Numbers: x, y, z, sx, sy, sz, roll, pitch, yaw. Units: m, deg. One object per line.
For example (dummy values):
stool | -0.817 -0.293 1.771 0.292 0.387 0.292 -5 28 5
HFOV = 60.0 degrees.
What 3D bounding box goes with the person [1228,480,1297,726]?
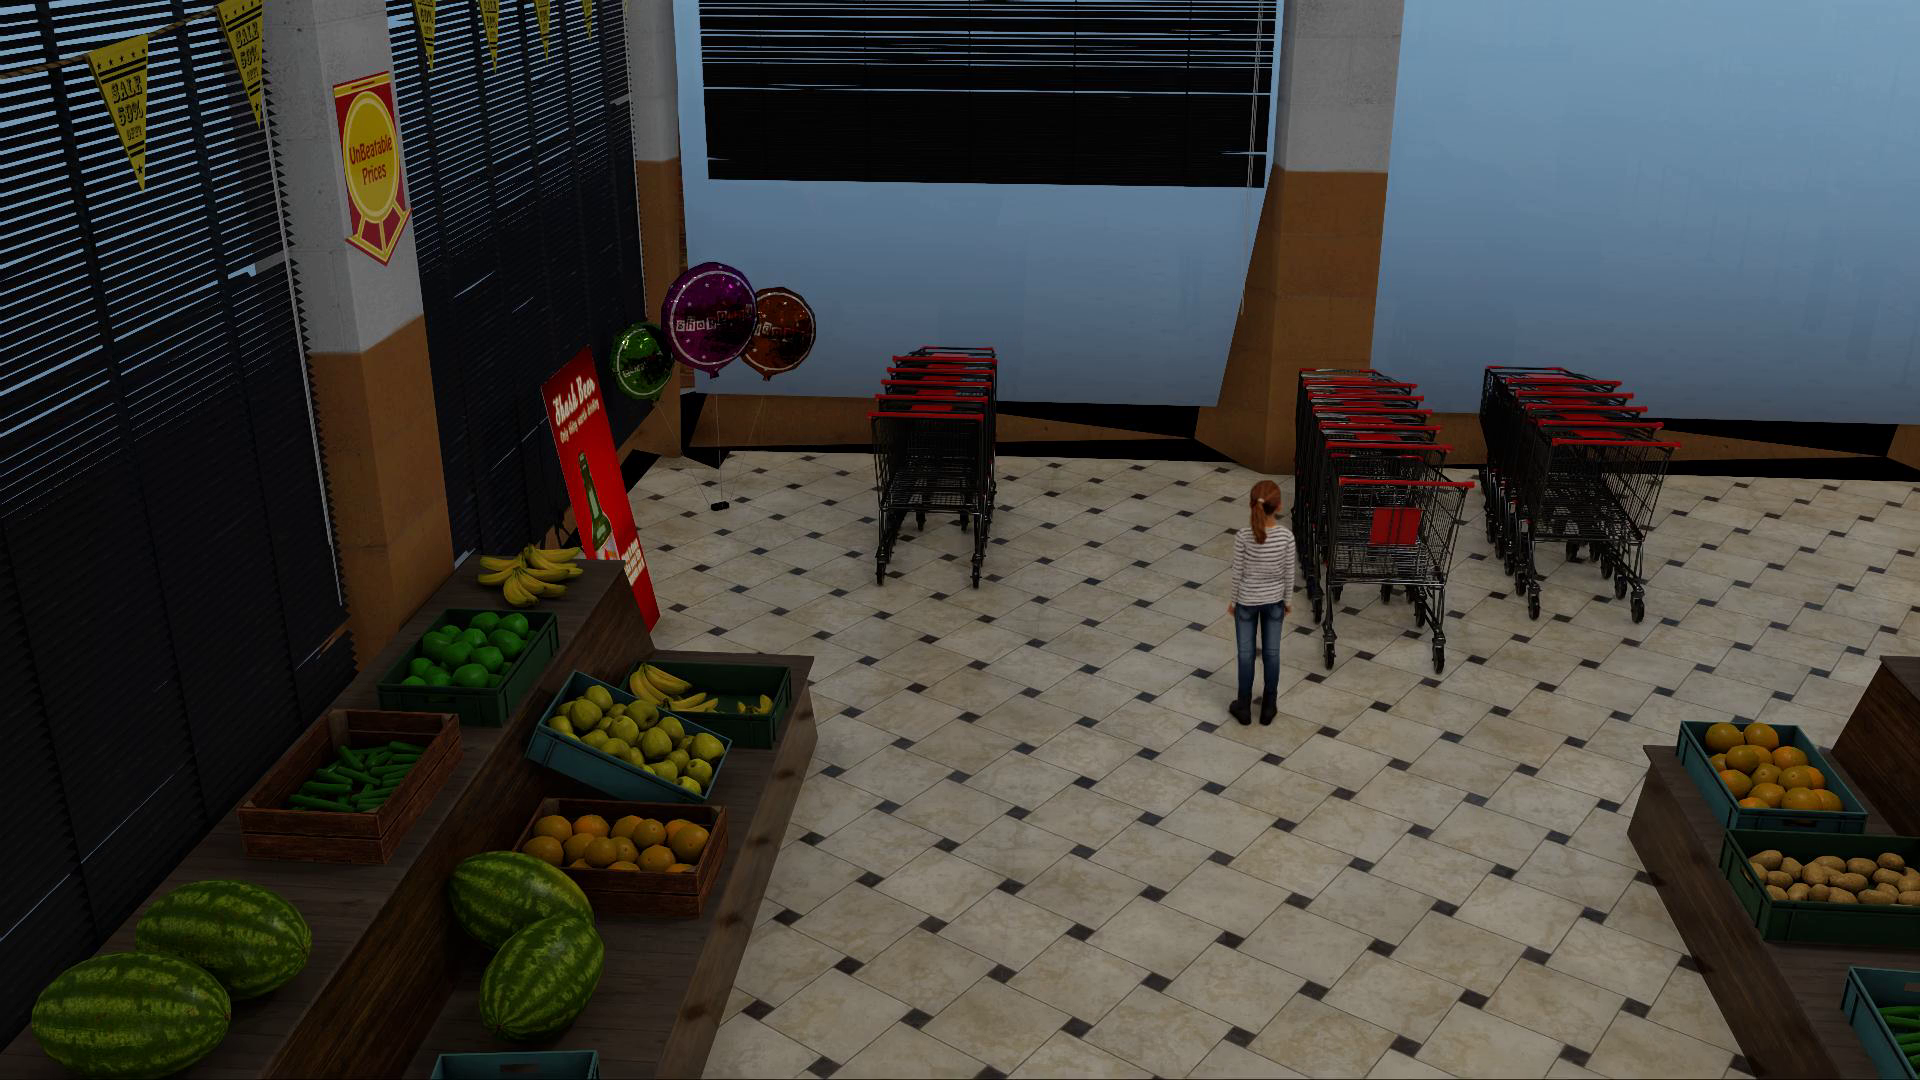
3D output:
person | 1.542 0.326 8.550 0.481 1.314 0.473 1 22 2
